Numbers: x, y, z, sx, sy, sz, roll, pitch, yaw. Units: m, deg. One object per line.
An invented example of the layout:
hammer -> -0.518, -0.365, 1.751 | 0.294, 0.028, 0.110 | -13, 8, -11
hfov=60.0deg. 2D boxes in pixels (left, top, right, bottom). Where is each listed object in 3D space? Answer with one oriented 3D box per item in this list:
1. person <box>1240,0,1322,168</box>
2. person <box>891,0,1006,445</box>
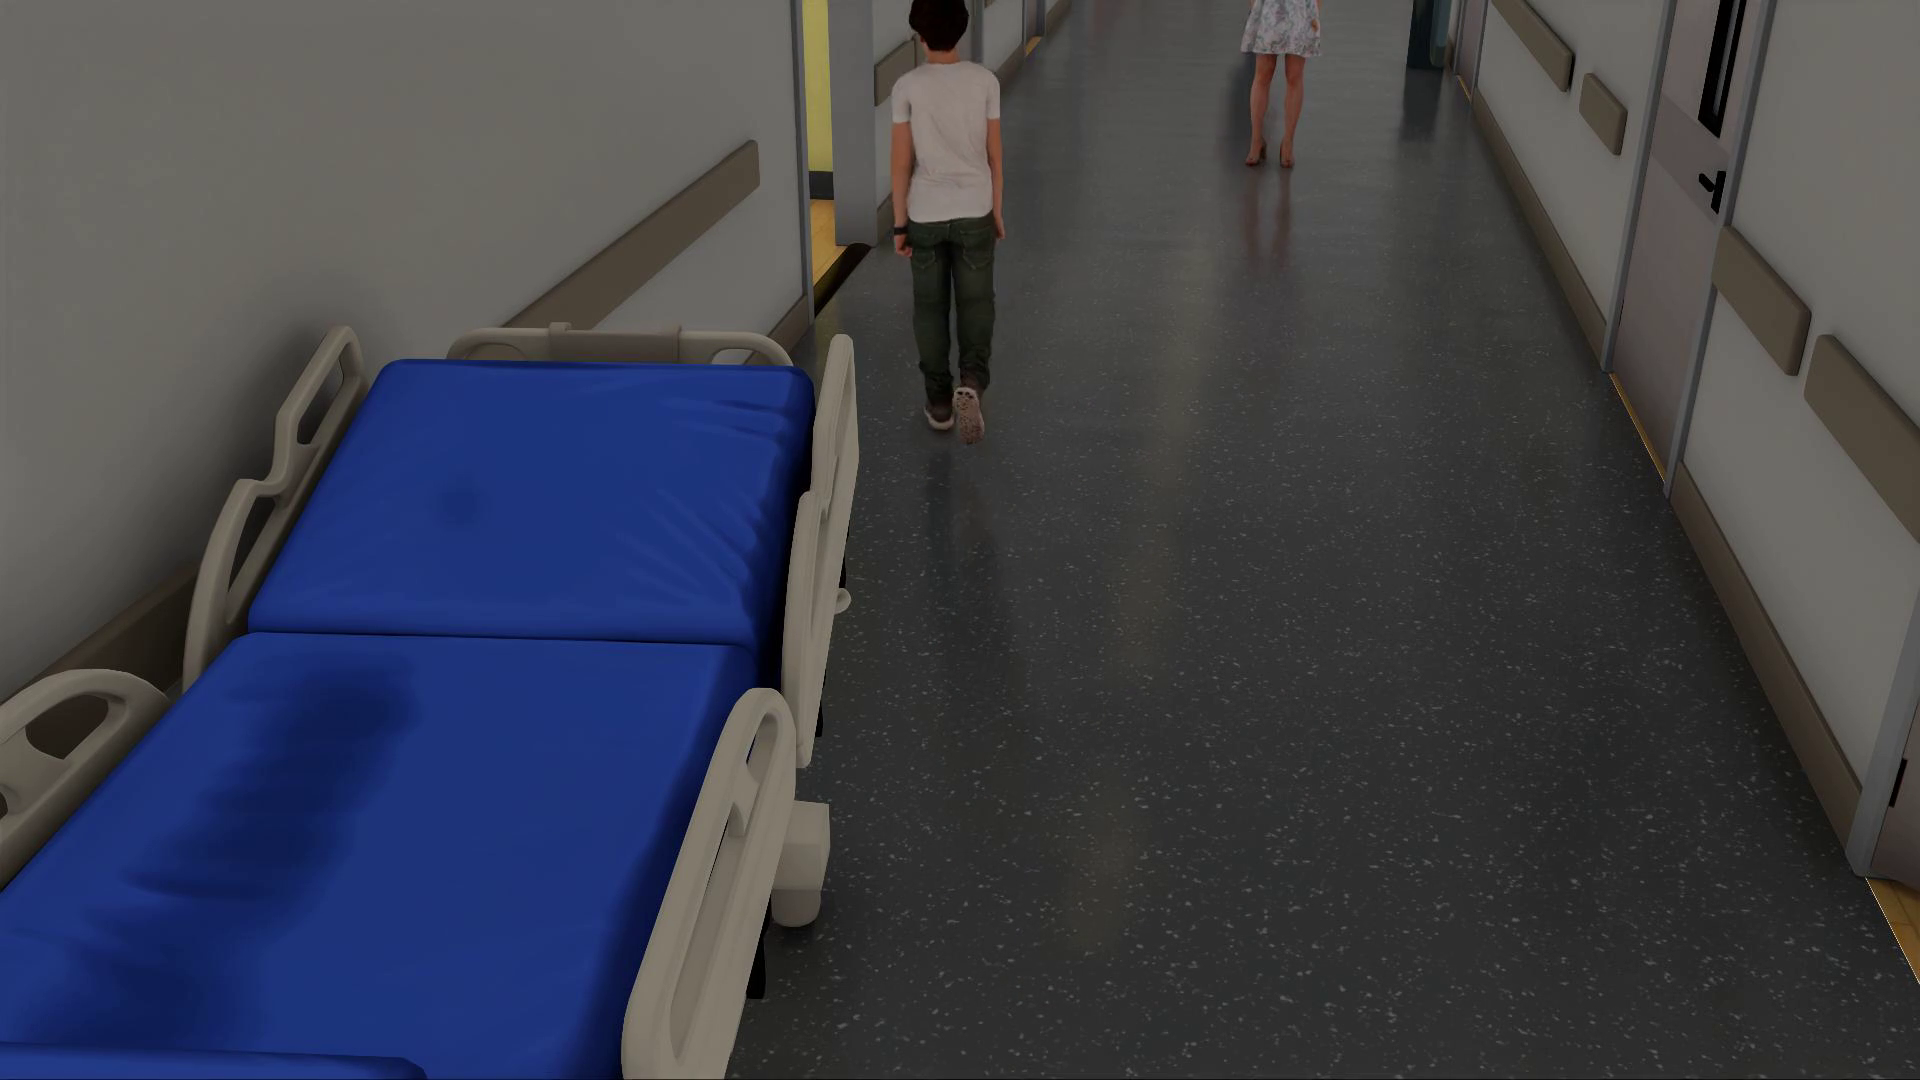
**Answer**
person -> 1.971, -3.164, 10.079 | 0.588, 1.774, 0.721 | 7, 27, 13
person -> -0.026, -1.120, 5.998 | 0.923, 1.638, 0.772 | -2, 26, -4
